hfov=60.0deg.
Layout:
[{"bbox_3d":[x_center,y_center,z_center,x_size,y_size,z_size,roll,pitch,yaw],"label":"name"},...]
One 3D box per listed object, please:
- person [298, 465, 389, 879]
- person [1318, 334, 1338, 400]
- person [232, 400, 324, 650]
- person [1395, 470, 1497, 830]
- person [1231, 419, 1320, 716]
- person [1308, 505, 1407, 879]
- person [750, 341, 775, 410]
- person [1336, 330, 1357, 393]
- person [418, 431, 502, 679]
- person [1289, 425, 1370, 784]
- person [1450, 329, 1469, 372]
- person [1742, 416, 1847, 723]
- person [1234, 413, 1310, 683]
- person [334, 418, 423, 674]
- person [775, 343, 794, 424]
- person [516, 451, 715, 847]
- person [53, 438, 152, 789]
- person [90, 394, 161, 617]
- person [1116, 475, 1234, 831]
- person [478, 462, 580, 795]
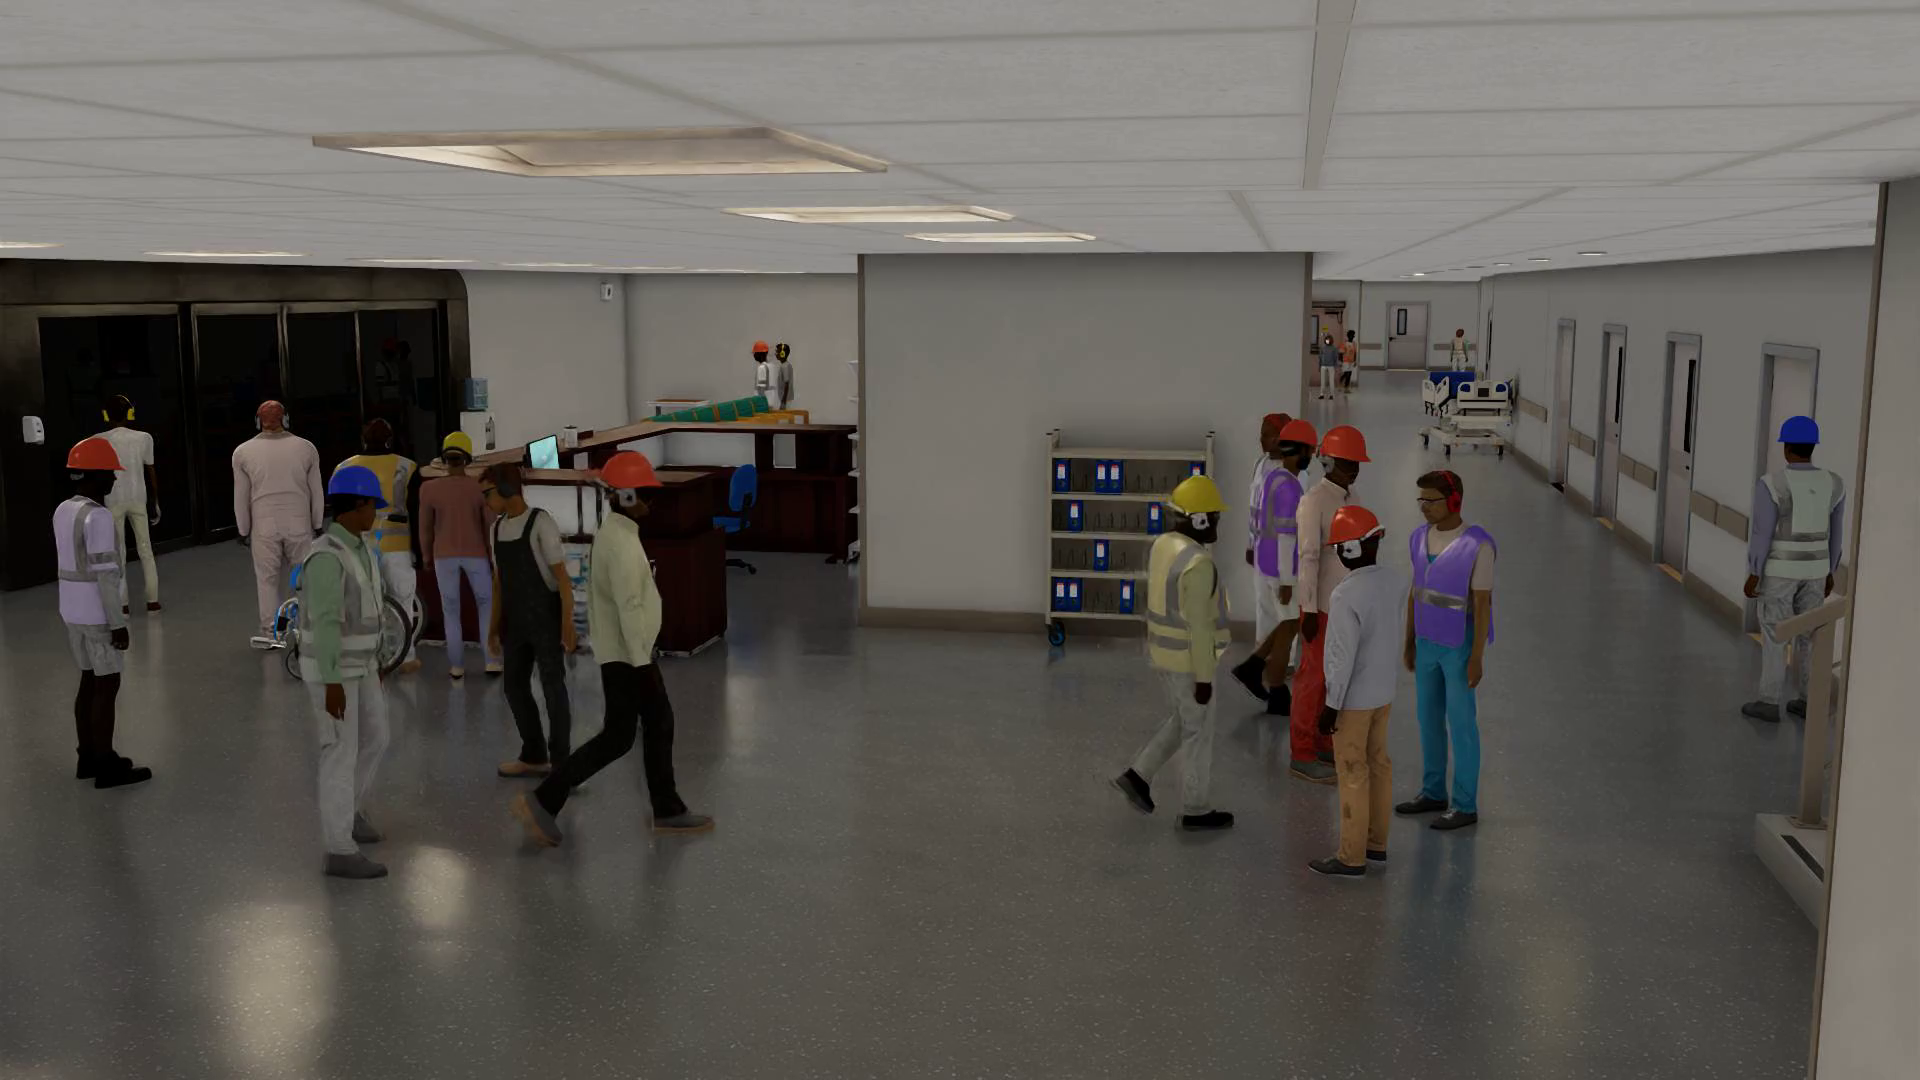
[{"bbox_3d":[-2.943,0.613,7.860,0.501,1.921,0.741,0,9,3],"label":"person"},{"bbox_3d":[9.156,-4.304,41.387,0.498,1.634,0.280,5,10,30],"label":"person"},{"bbox_3d":[-5.192,-0.113,12.700,0.639,1.901,0.406,-4,10,-27],"label":"person"},{"bbox_3d":[2.505,0.550,8.547,0.404,1.830,0.573,-4,9,-25],"label":"person"},{"bbox_3d":[2.083,0.178,10.731,0.456,1.908,0.596,1,9,6],"label":"person"},{"bbox_3d":[1.847,0.704,7.788,0.337,1.742,0.562,7,11,41],"label":"person"},{"bbox_3d":[-3.157,-2.194,26.400,0.411,1.932,0.564,2,9,12],"label":"person"},{"bbox_3d":[10.239,-4.703,43.885,0.544,1.679,0.385,-6,10,-33],"label":"person"},{"bbox_3d":[-3.504,0.115,11.657,0.550,1.762,0.363,-2,9,-13],"label":"person"},{"bbox_3d":[2.086,0.351,9.313,0.396,1.990,0.621,7,11,37],"label":"person"},{"bbox_3d":[13.991,-5.096,46.615,0.514,1.642,0.310,5,10,32],"label":"person"},{"bbox_3d":[5.272,0.187,10.545,0.618,1.945,0.395,-1,9,-9],"label":"person"},{"bbox_3d":[2.199,0.051,11.669,0.356,1.882,0.574,-4,10,-26],"label":"person"},{"bbox_3d":[-4.114,0.053,11.845,0.649,1.834,0.432,-1,9,-6],"label":"person"},{"bbox_3d":[-2.862,-2.256,27.020,0.329,1.873,0.514,0,9,-3],"label":"person"},{"bbox_3d":[-1.705,0.542,8.155,0.892,1.964,0.617,-1,9,-10],"label":"person"},{"bbox_3d":[-4.767,0.398,9.226,0.549,1.928,0.389,7,11,41],"label":"person"},{"bbox_3d":[-7.015,-0.290,13.983,0.535,1.865,0.310,-6,11,-36],"label":"person"},{"bbox_3d":[1.125,0.579,8.358,0.493,1.822,0.611,-2,9,-14],"label":"person"},{"bbox_3d":[-2.309,0.482,9.076,0.652,1.809,0.348,5,10,32],"label":"person"}]
